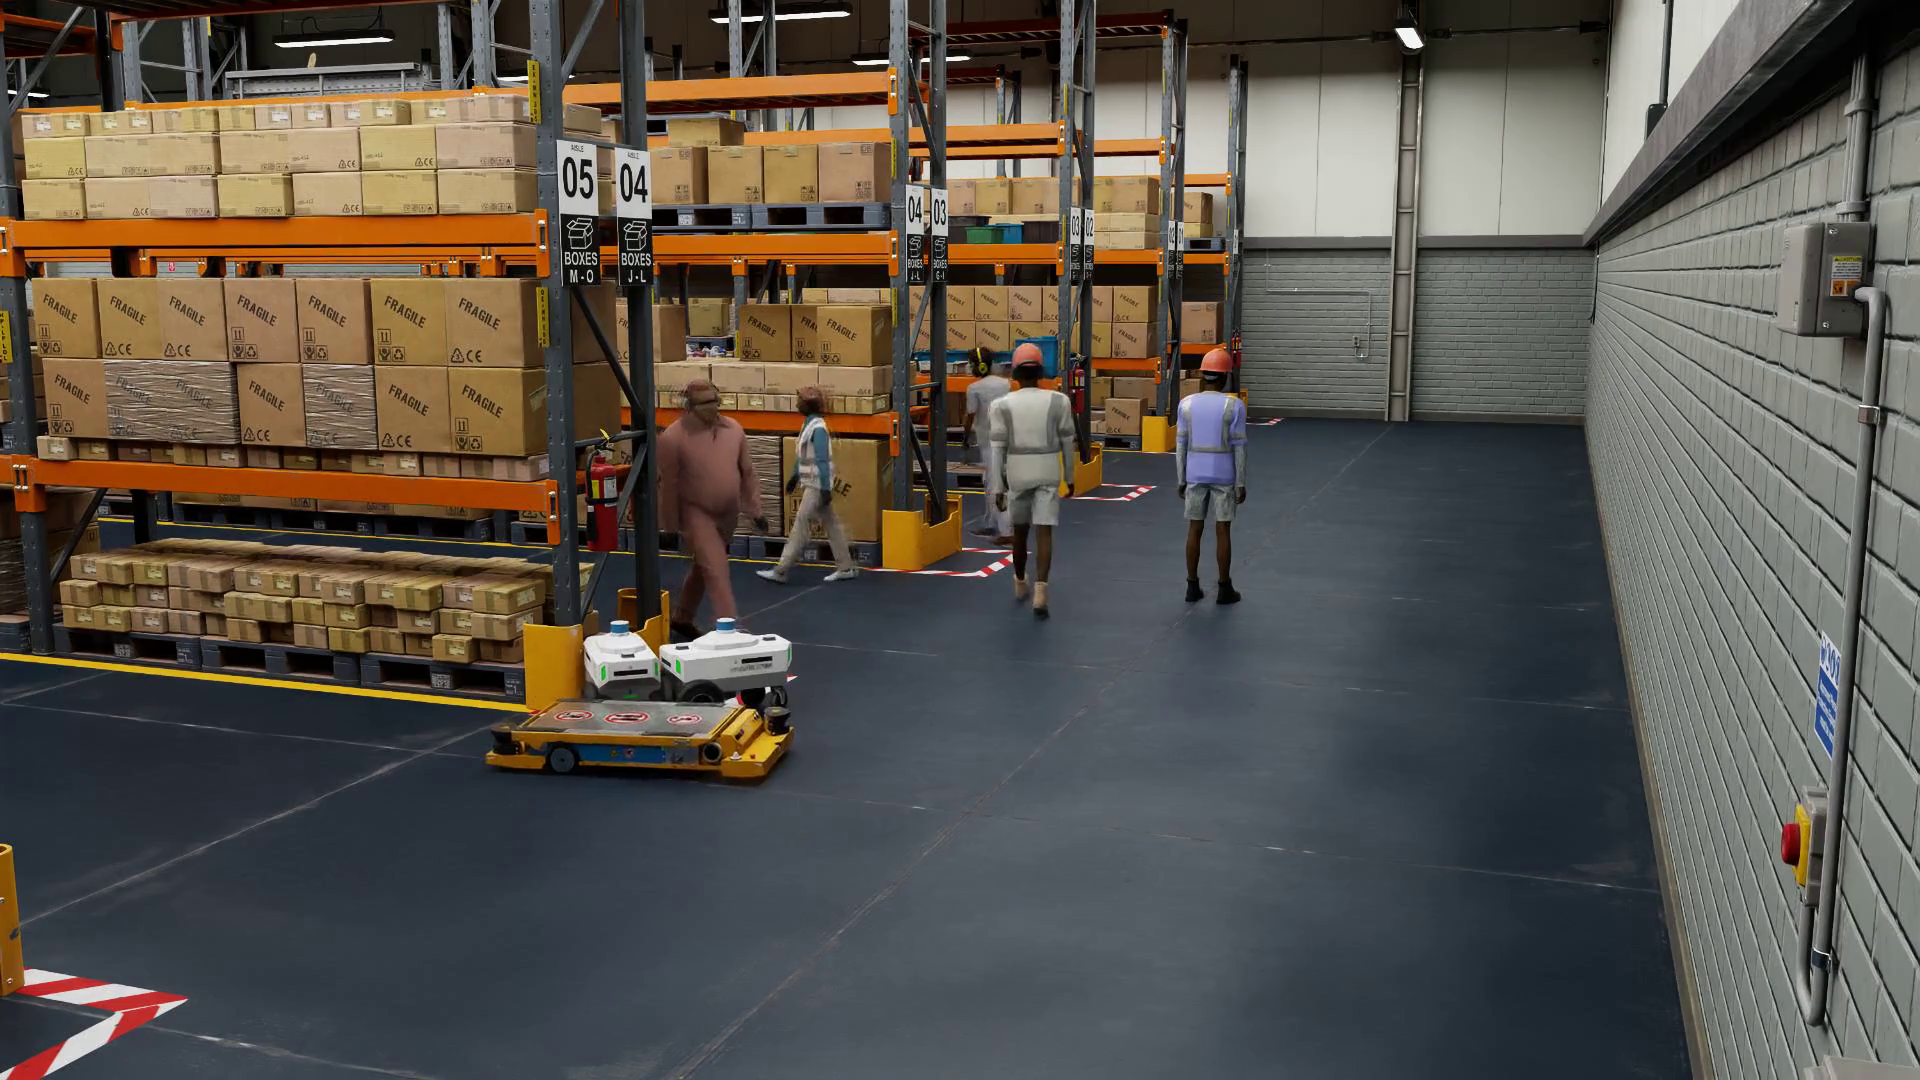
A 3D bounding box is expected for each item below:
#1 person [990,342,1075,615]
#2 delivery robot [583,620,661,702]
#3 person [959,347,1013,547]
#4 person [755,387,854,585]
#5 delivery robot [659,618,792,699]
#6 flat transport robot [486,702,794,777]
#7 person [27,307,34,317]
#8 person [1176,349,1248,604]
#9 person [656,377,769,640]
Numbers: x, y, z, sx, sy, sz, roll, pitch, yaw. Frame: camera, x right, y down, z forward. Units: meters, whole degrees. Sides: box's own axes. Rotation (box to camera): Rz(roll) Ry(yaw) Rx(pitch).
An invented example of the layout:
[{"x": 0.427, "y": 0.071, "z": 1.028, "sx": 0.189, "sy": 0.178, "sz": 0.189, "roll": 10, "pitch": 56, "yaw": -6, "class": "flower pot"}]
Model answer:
[{"x": 0.534, "y": -0.463, "z": 12.356, "sx": 0.620, "sy": 2.006, "sz": 0.999, "roll": 1, "pitch": 9, "yaw": 8, "class": "person"}, {"x": -1.900, "y": 0.694, "z": 9.319, "sx": 0.477, "sy": 0.478, "sz": 0.707, "roll": -3, "pitch": 10, "yaw": -20, "class": "delivery robot"}, {"x": 0.223, "y": -0.861, "z": 15.352, "sx": 0.521, "sy": 1.826, "sz": 0.810, "roll": -7, "pitch": 12, "yaw": -38, "class": "person"}, {"x": -1.246, "y": -0.430, "z": 13.399, "sx": 0.859, "sy": 1.594, "sz": 0.529, "roll": -2, "pitch": 9, "yaw": -11, "class": "person"}, {"x": -1.316, "y": 0.684, "z": 9.385, "sx": 0.707, "sy": 0.478, "sz": 0.477, "roll": -5, "pitch": 10, "yaw": -27, "class": "delivery robot"}, {"x": -1.627, "y": 1.006, "z": 8.550, "sx": 1.431, "sy": 0.197, "sz": 0.652, "roll": 1, "pitch": 9, "yaw": 7, "class": "flat transport robot"}, {"x": -16.863, "y": -3.309, "z": 30.428, "sx": 0.937, "sy": 1.901, "sz": 0.626, "roll": -4, "pitch": 10, "yaw": -21, "class": "person"}, {"x": 1.922, "y": -0.482, "z": 12.654, "sx": 0.551, "sy": 1.934, "sz": 0.373, "roll": 4, "pitch": 10, "yaw": 25, "class": "person"}, {"x": -1.675, "y": -0.164, "z": 10.987, "sx": 1.025, "sy": 1.849, "sz": 0.664, "roll": 8, "pitch": 12, "yaw": 42, "class": "person"}]
